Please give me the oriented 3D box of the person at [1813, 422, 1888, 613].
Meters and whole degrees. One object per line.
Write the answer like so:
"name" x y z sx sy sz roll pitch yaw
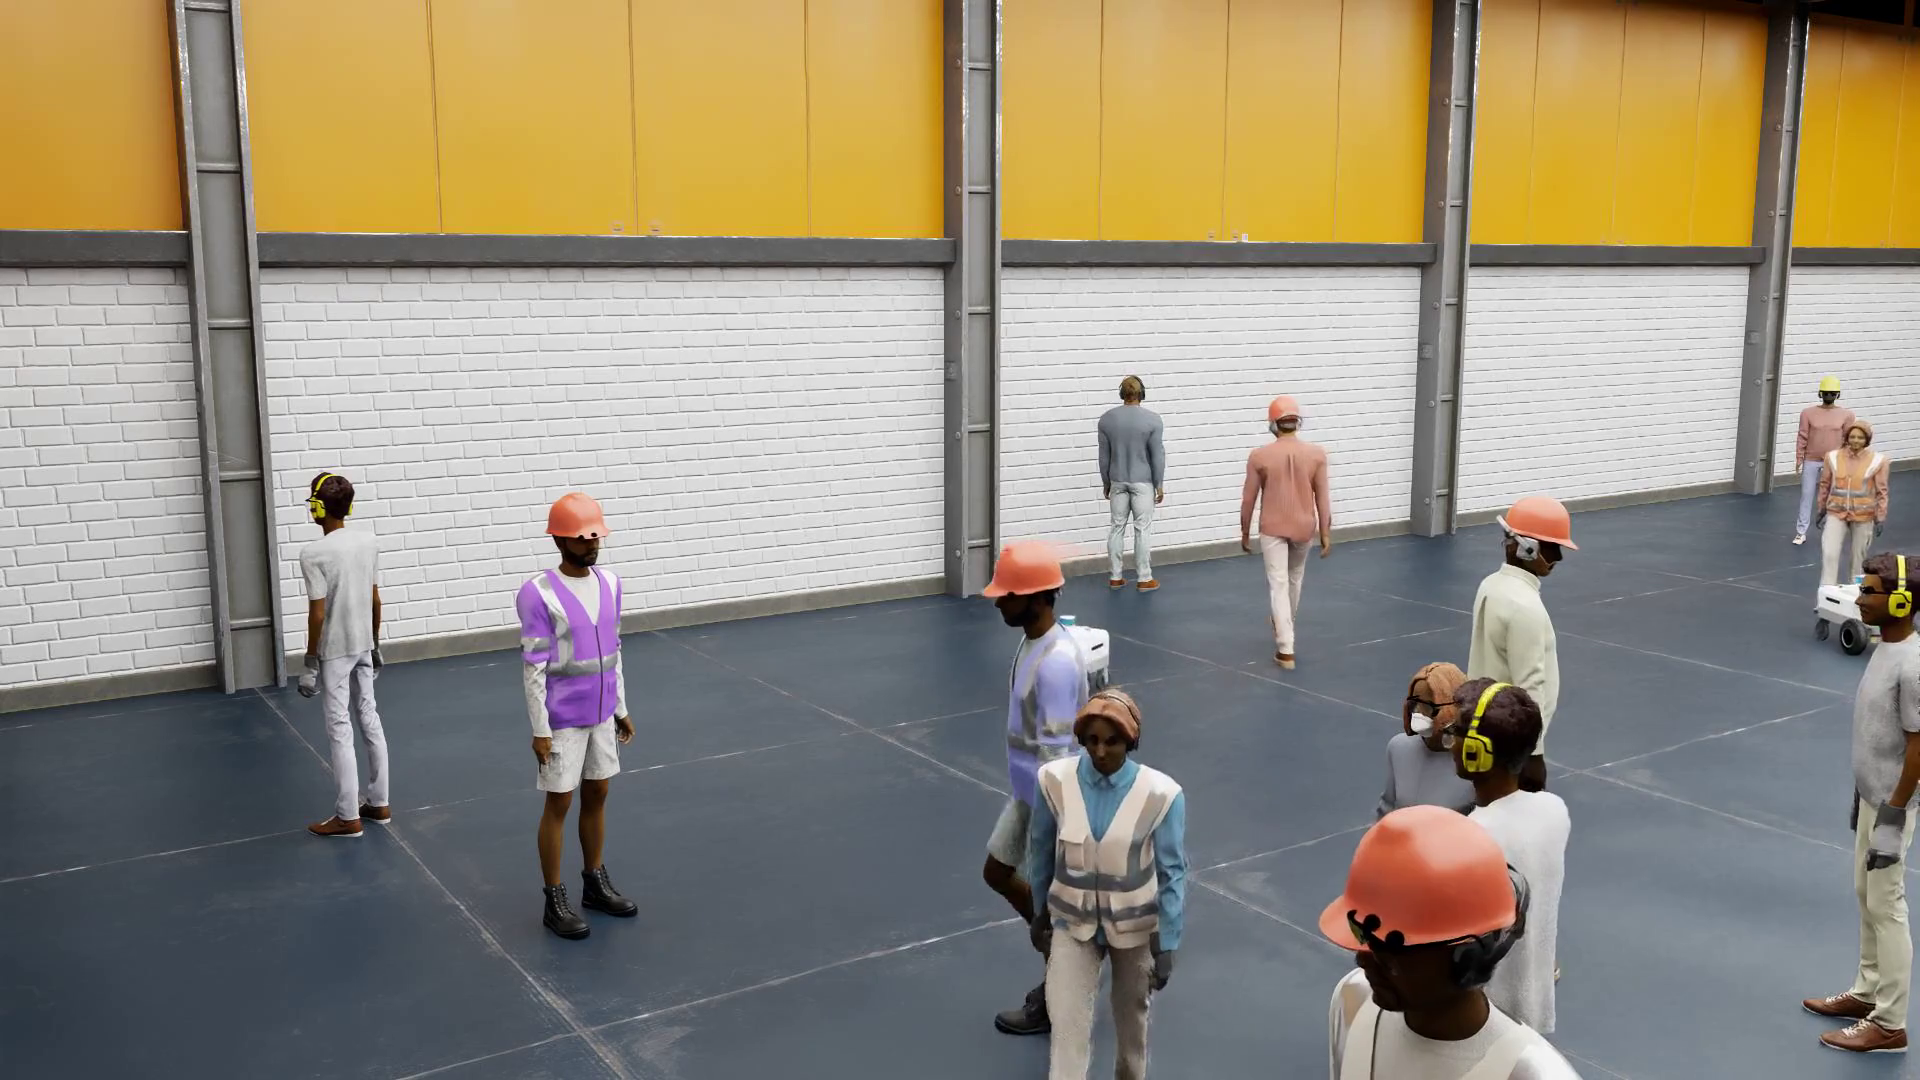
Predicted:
"person" 7.367 -0.168 13.789 0.545 1.602 0.757 8 12 38

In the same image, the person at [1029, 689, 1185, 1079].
"person" 0.458 1.249 5.326 0.522 1.582 0.900 3 10 16

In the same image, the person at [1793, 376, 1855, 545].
"person" 8.937 -0.811 17.222 0.532 1.769 0.317 5 11 27

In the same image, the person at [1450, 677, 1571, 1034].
"person" 1.362 1.281 4.325 0.568 1.865 0.311 -9 13 -42

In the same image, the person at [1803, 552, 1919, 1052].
"person" 3.415 0.975 6.171 0.320 1.867 0.558 3 10 17

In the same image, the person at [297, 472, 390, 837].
"person" -3.165 0.585 8.497 0.329 1.873 0.514 4 10 24

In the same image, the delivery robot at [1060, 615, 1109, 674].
"delivery robot" 0.720 0.750 11.170 0.477 0.478 0.707 5 11 30

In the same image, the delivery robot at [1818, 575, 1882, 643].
"delivery robot" 6.854 0.509 12.622 0.477 0.478 0.707 -1 9 -4

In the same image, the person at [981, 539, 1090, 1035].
"person" 0.280 0.940 6.204 0.417 1.916 0.562 -1 9 -7

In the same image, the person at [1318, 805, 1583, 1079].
"person" 0.780 1.436 2.856 0.395 2.038 0.615 -5 10 -26

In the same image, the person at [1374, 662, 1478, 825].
"person" 1.561 1.201 5.494 0.278 1.633 0.507 -7 11 -34

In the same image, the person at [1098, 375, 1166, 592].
"person" 1.534 -0.502 14.839 0.632 1.940 0.372 5 11 27

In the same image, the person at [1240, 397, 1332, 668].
"person" 2.383 -0.088 12.351 0.633 1.931 1.024 -1 9 -5

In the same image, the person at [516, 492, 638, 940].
"person" -1.655 0.752 7.287 0.359 1.939 0.542 6 11 34

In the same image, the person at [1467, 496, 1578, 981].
"person" 2.284 0.802 6.844 0.398 1.984 0.610 0 9 2
